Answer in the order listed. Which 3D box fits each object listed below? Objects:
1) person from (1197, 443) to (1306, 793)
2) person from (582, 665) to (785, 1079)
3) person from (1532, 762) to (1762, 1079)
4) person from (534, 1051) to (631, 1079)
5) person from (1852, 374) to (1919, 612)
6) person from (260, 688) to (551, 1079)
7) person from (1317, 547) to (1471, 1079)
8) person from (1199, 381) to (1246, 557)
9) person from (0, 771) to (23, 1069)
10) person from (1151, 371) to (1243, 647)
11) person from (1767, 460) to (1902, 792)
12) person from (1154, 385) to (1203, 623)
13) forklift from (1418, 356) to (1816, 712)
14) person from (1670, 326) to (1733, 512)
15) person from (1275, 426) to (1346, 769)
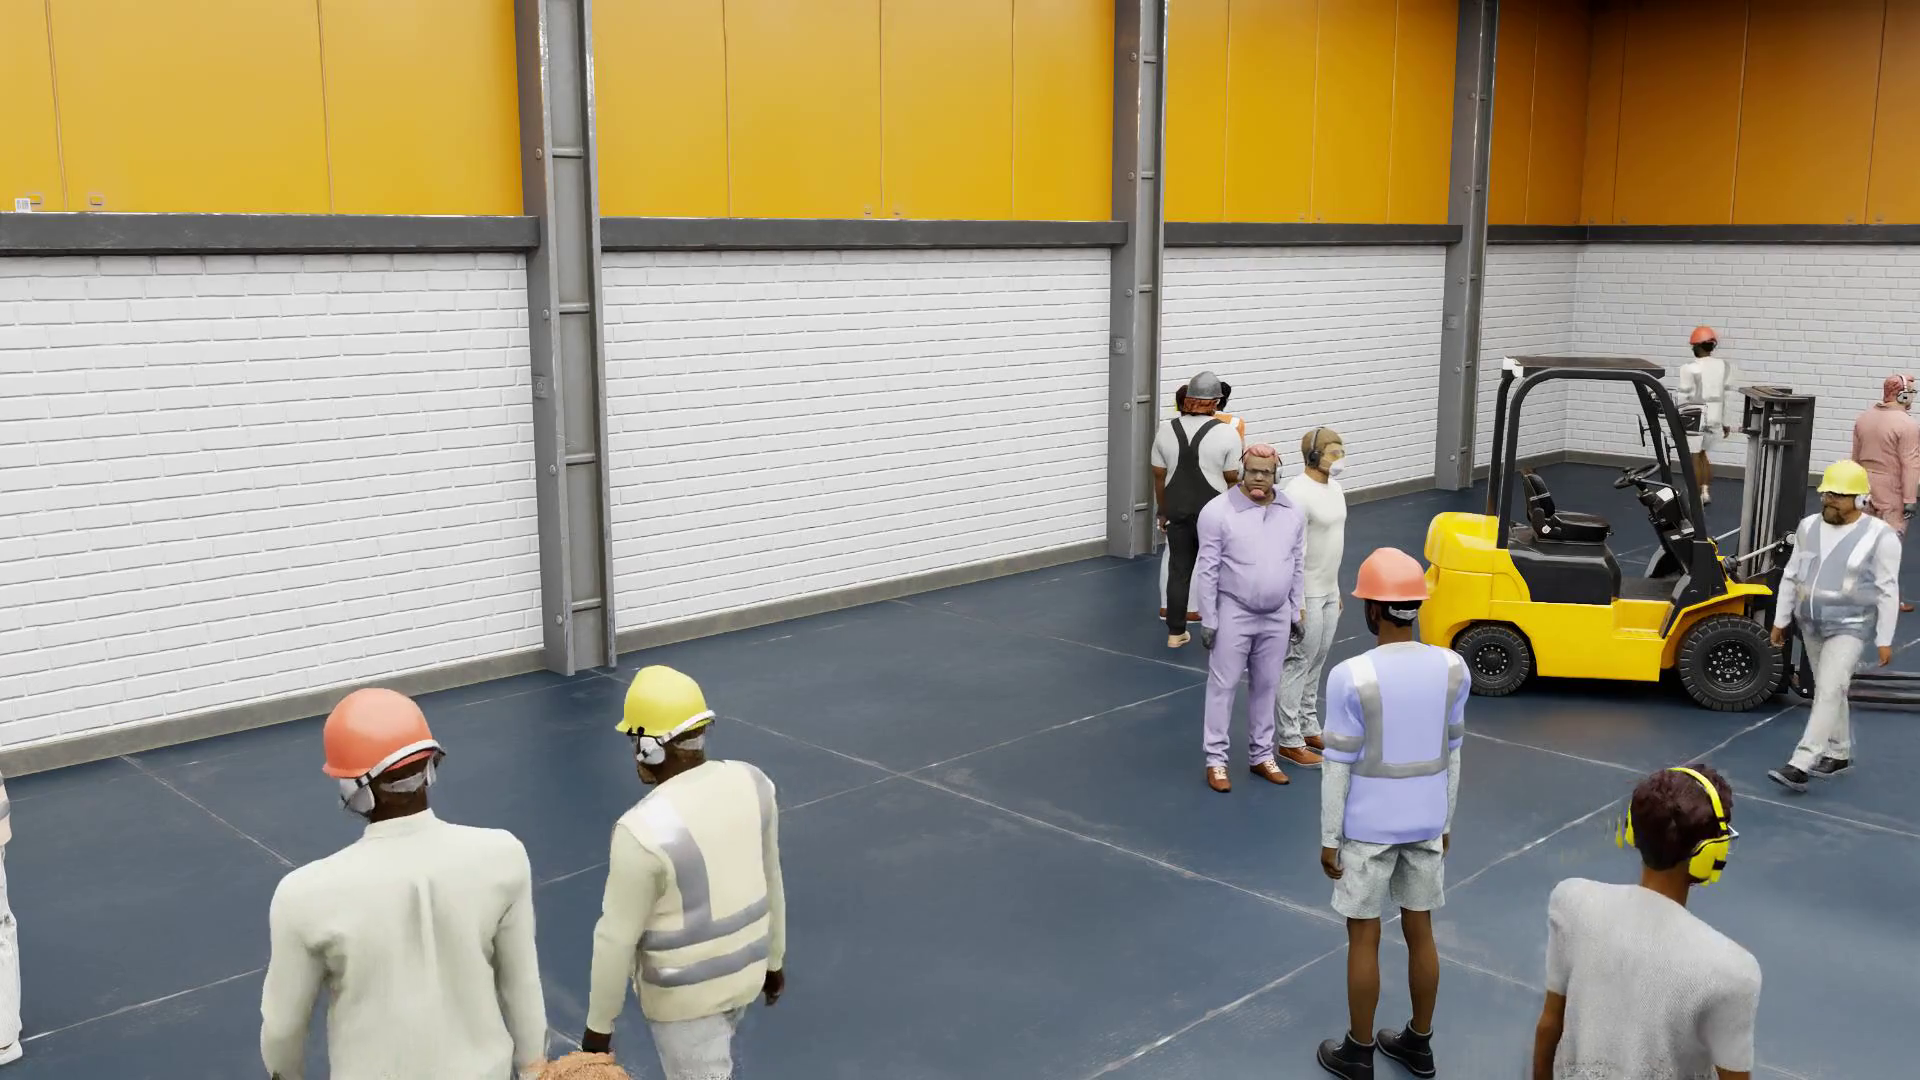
[{"bbox_3d":[1.602,0.415,9.057,0.642,1.905,0.399,-3,11,-18],"label":"person"},{"bbox_3d":[-0.801,1.250,4.760,0.668,1.801,0.634,6,12,31],"label":"person"},{"bbox_3d":[1.565,1.401,3.801,0.380,1.856,0.569,-7,13,-35],"label":"person"},{"bbox_3d":[-0.680,1.686,2.988,0.876,1.581,0.528,-9,14,-40],"label":"person"},{"bbox_3d":[7.485,-0.384,13.403,0.407,1.906,0.655,-2,11,-10],"label":"person"},{"bbox_3d":[-1.275,1.321,3.941,0.632,1.963,0.609,-8,13,-37],"label":"person"},{"bbox_3d":[1.509,0.984,5.905,0.540,1.929,0.391,-3,11,-14],"label":"person"},{"bbox_3d":[2.337,-0.601,15.179,0.535,1.691,0.319,3,11,18],"label":"person"},{"bbox_3d":[-3.588,1.109,5.995,0.311,1.639,0.512,-5,11,-25],"label":"person"},{"bbox_3d":[1.763,-0.212,12.100,0.676,2.000,0.536,7,12,33],"label":"person"},{"bbox_3d":[4.657,0.468,9.039,0.852,1.797,0.621,-4,11,-23],"label":"person"},{"bbox_3d":[1.753,-0.284,12.974,0.534,1.864,0.309,9,13,39],"label":"person"},{"bbox_3d":[4.276,-0.101,11.076,2.313,2.155,1.214,2,11,13],"label":"forklift"},{"bbox_3d":[8.050,-1.308,18.117,0.643,2.022,0.546,-2,11,-10],"label":"person"},{"bbox_3d":[2.021,0.315,9.505,0.373,1.940,0.629,7,12,33],"label":"person"}]
